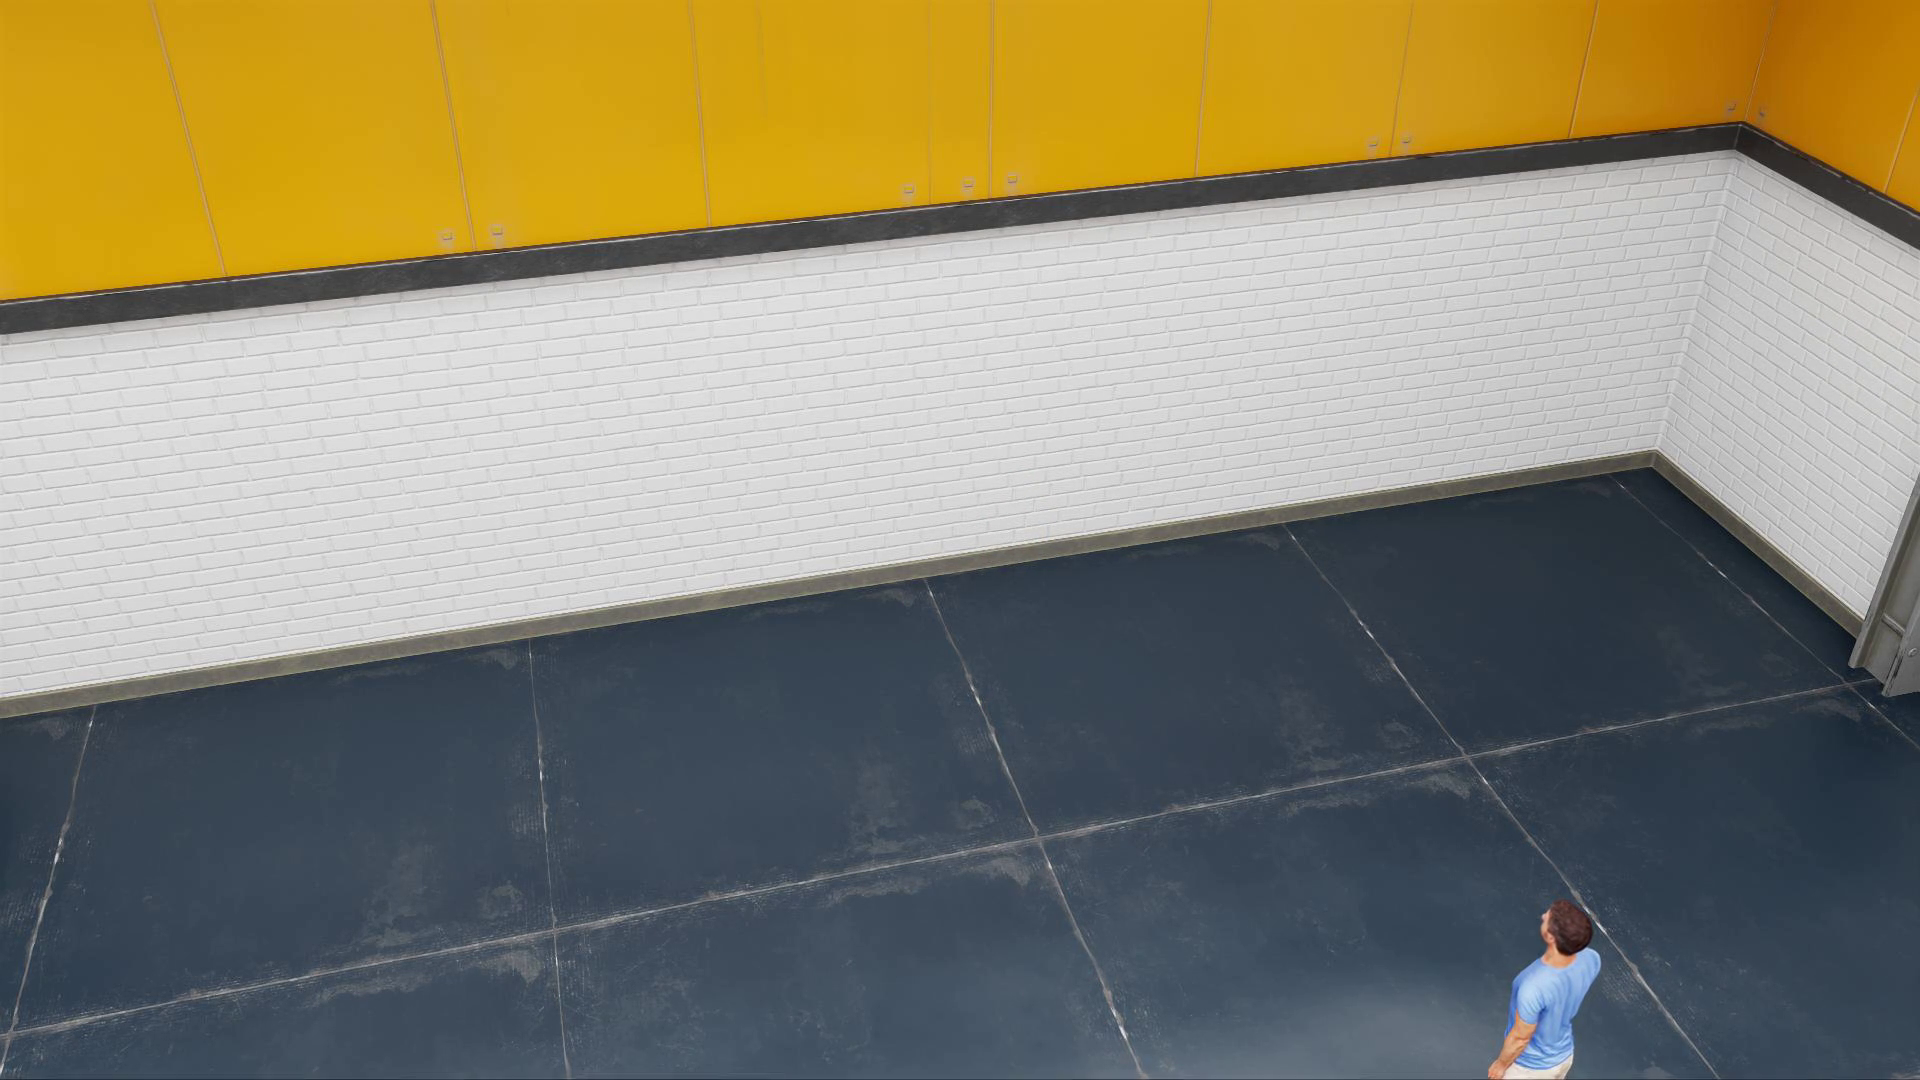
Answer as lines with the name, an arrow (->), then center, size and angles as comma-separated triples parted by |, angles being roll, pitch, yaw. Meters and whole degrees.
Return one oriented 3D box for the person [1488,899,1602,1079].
person -> 2.756, 2.445, 7.951 | 0.714, 1.864, 0.684 | -21, 39, -28
